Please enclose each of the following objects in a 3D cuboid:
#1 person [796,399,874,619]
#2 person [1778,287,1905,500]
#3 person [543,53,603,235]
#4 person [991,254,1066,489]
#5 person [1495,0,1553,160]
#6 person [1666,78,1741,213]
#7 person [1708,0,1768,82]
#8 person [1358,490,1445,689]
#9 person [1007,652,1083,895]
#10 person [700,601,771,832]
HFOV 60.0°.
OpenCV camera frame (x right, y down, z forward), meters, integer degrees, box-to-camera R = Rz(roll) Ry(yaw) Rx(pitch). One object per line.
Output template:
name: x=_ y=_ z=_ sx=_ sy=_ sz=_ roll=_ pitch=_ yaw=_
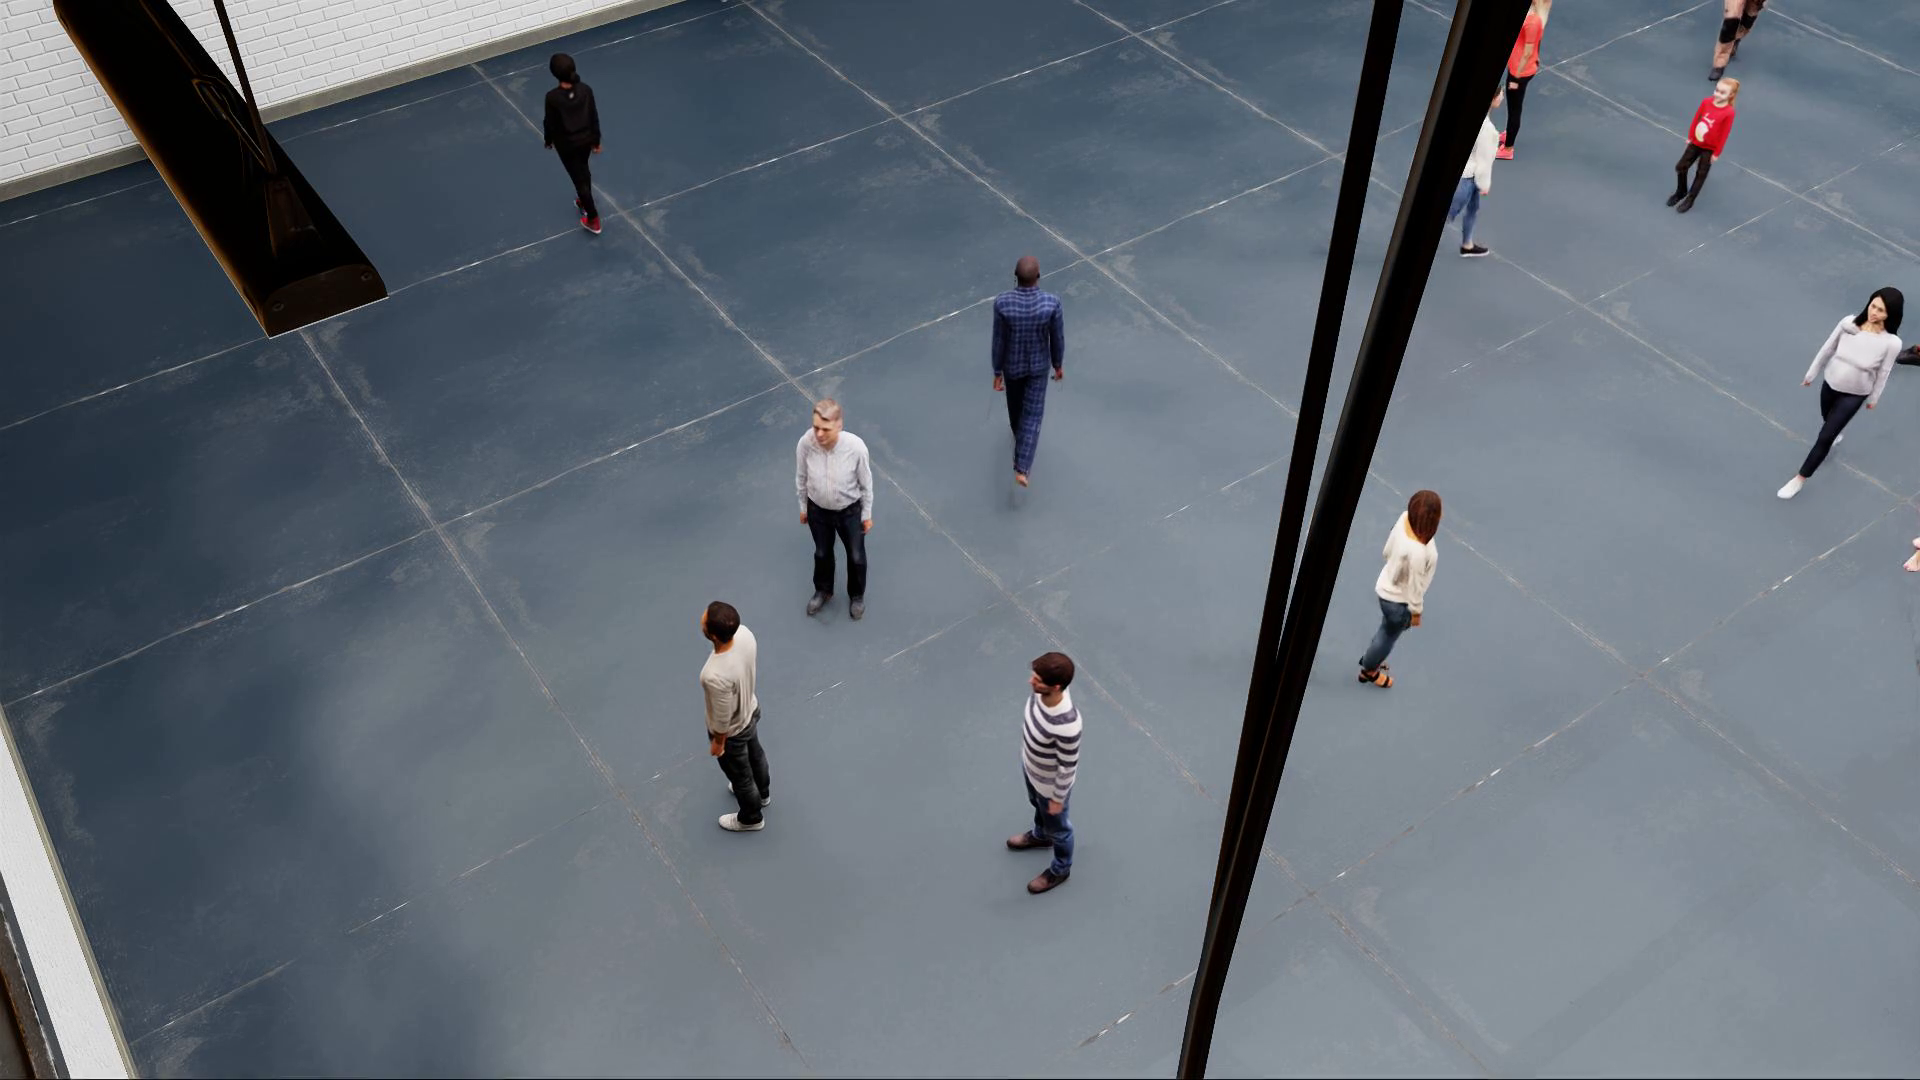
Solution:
person: x=-0.808 y=-0.218 z=10.880 sx=0.728 sy=1.817 sz=0.784 roll=8 pitch=44 yaw=8
person: x=6.400 y=-1.121 z=11.942 sx=1.125 sy=1.662 sz=0.673 roll=-28 pitch=50 yaw=-26
person: x=-3.269 y=-3.376 z=14.313 sx=0.713 sy=1.655 sz=0.687 roll=-30 pitch=51 yaw=-28
person: x=0.459 y=-1.187 z=11.921 sx=1.170 sy=1.785 sz=1.177 roll=5 pitch=44 yaw=5
person: x=5.167 y=-4.320 z=15.276 sx=0.739 sy=1.693 sz=0.648 roll=14 pitch=45 yaw=14
person: x=6.633 y=-3.523 z=14.741 sx=0.536 sy=1.278 sz=0.528 roll=-31 pitch=52 yaw=-29
person: x=7.880 y=-5.575 z=16.455 sx=1.120 sy=1.885 sz=1.337 roll=17 pitch=46 yaw=17
person: x=2.676 y=0.313 z=10.432 sx=0.787 sy=1.669 sz=0.740 roll=4 pitch=44 yaw=4
person: x=0.509 y=1.269 z=9.293 sx=0.649 sy=1.854 sz=0.711 roll=-11 pitch=45 yaw=-12
person: x=-1.292 y=1.016 z=9.589 sx=0.788 sy=1.812 sz=0.712 roll=9 pitch=44 yaw=10
